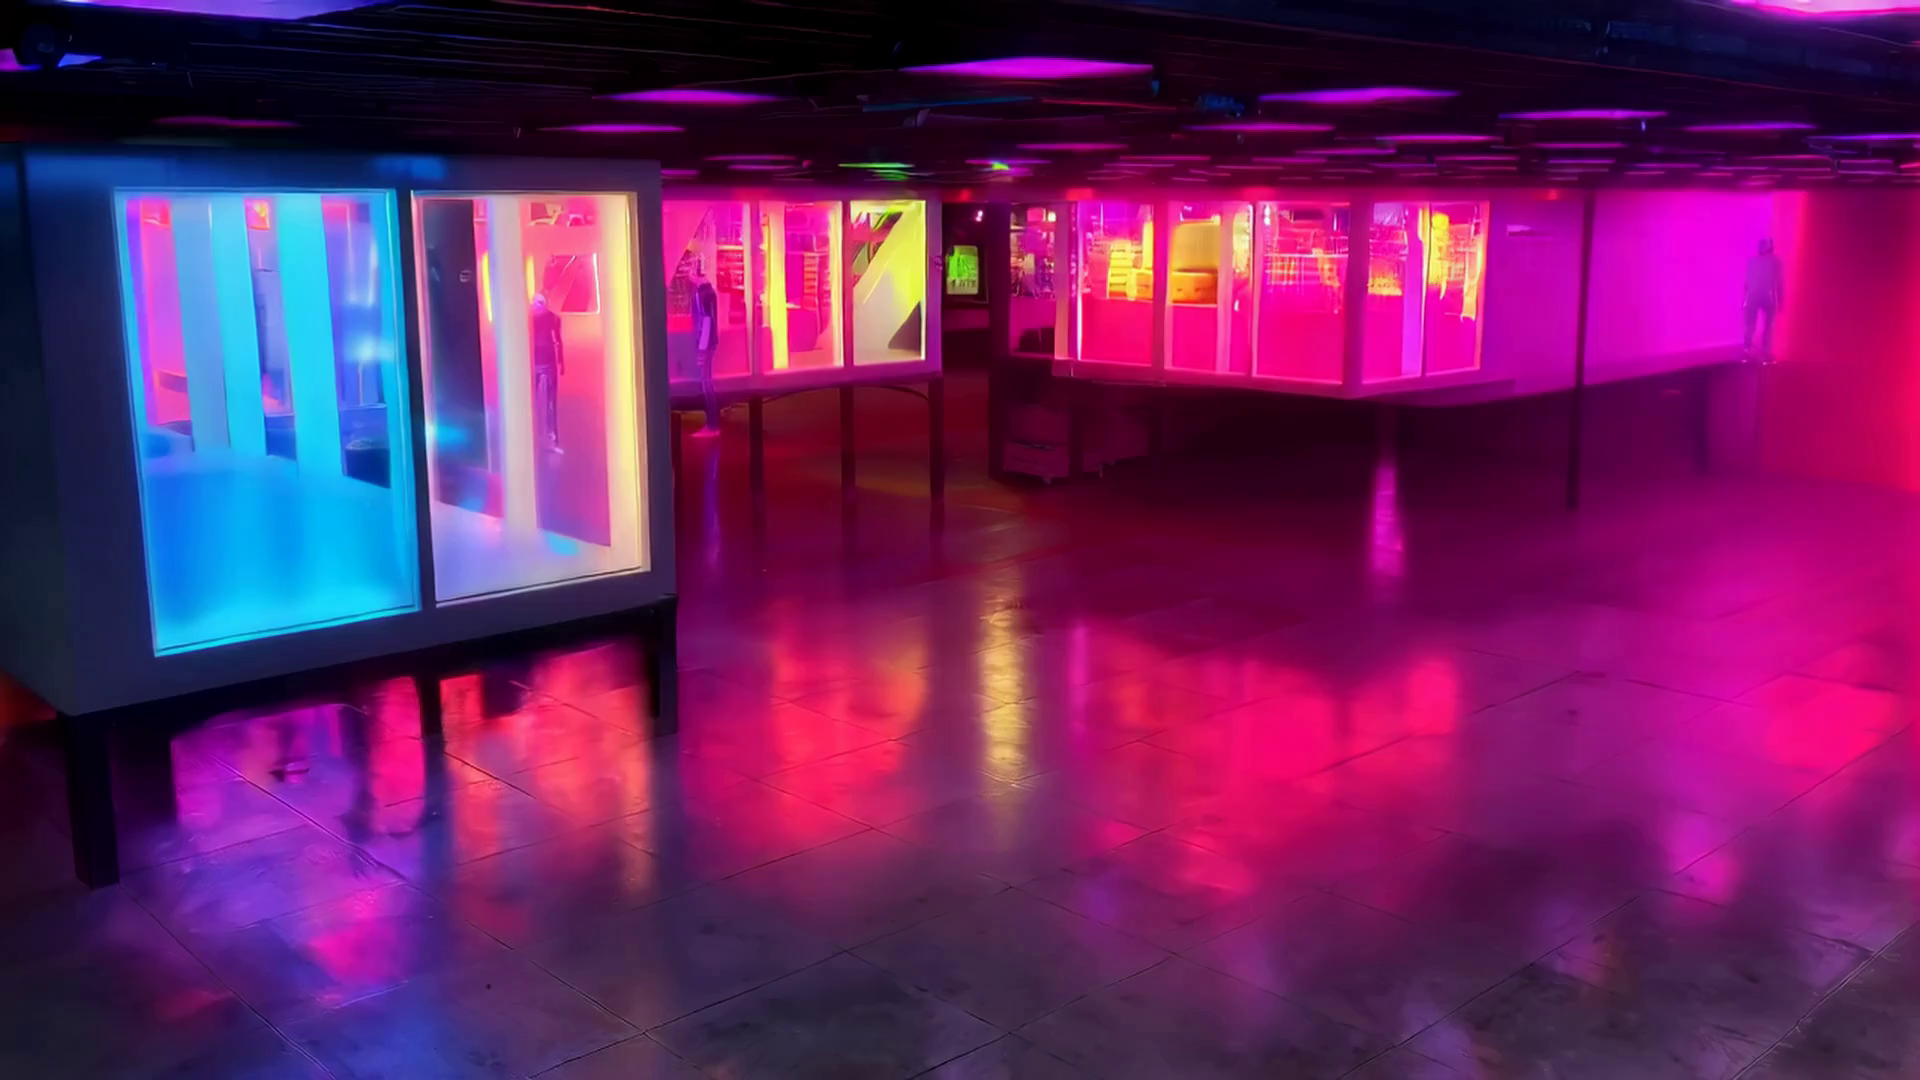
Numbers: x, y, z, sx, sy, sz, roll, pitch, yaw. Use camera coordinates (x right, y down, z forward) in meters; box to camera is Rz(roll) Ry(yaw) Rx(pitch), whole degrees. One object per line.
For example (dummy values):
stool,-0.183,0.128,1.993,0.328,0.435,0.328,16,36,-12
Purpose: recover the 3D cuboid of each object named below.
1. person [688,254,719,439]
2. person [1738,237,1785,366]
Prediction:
person,-2.612,-1.956,16.866,0.323,1.871,0.530,-1,11,-5
person,11.929,-3.549,24.753,0.642,1.905,0.399,11,16,43
